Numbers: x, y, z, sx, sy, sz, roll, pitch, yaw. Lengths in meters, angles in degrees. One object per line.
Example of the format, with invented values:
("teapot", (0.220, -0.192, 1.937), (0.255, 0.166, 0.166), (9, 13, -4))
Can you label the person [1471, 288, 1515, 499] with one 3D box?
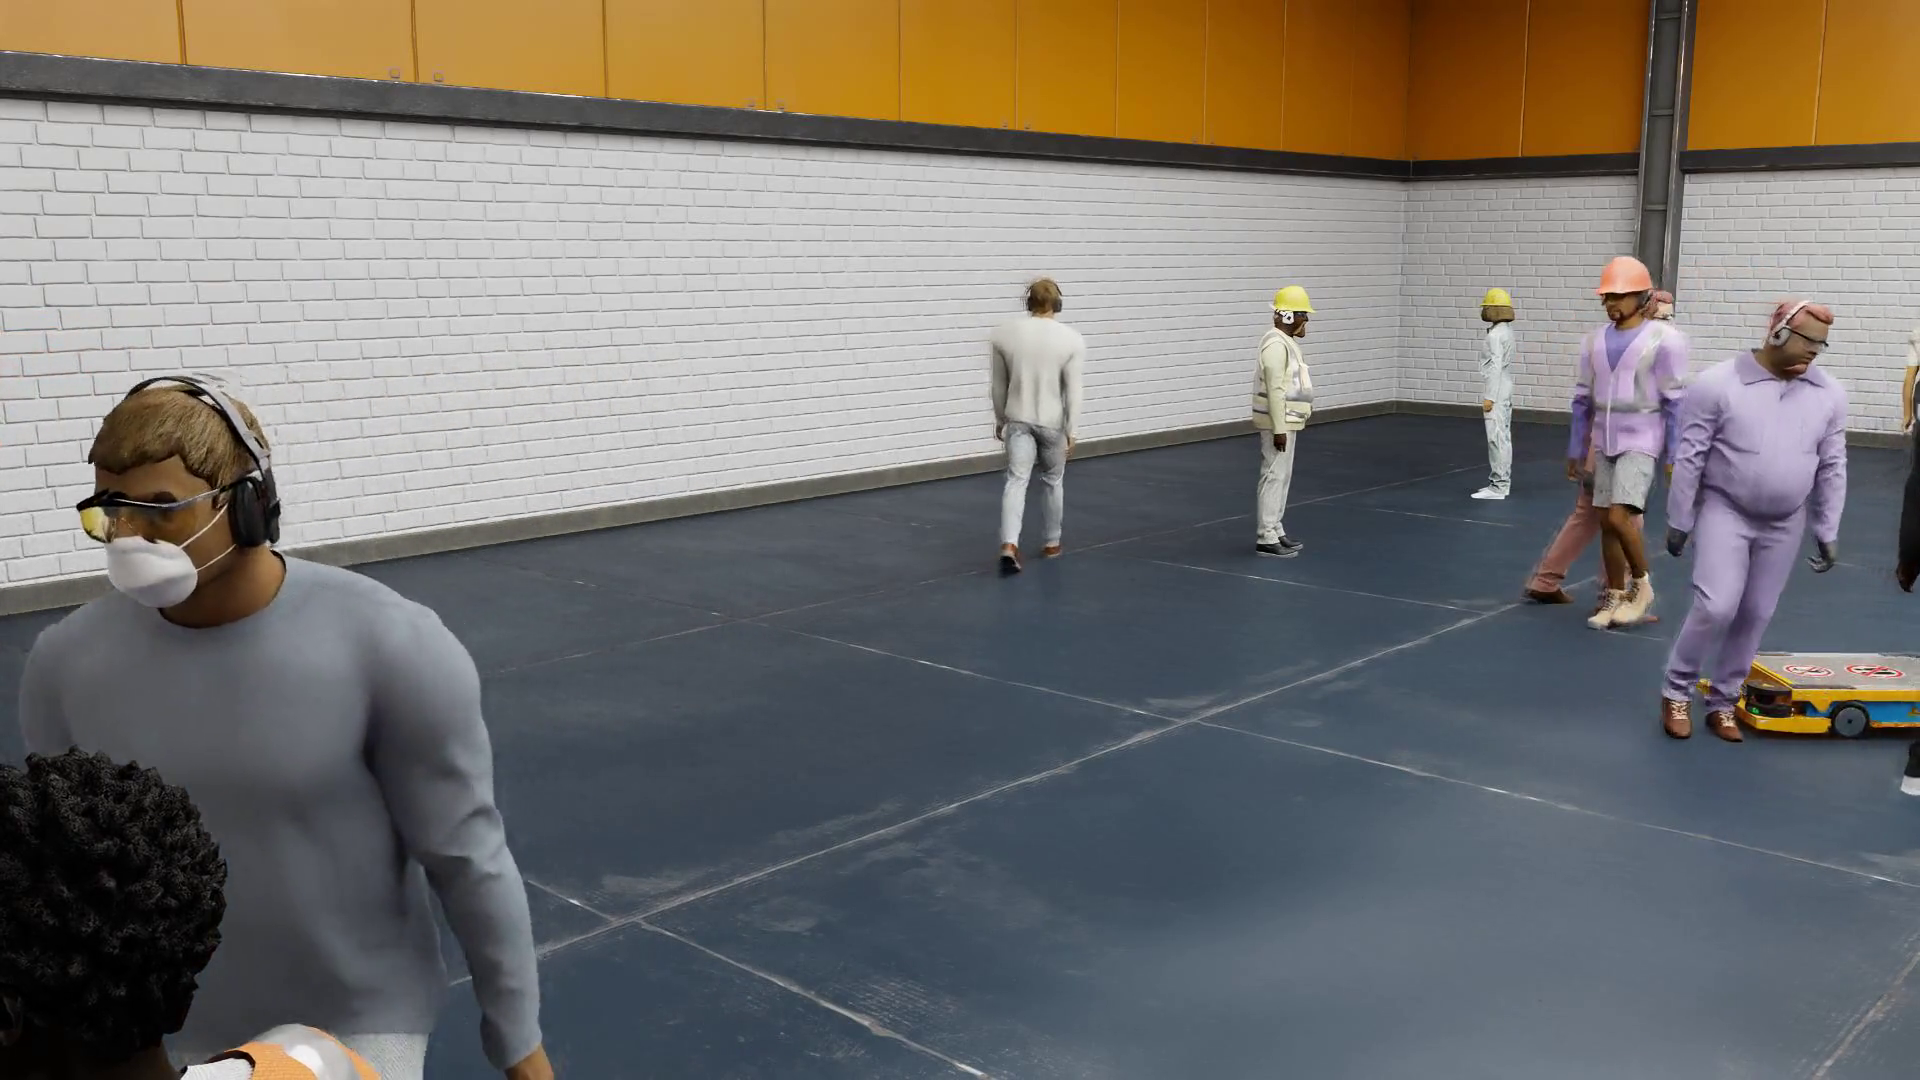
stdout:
("person", (4.438, -1.211, 13.822), (0.324, 1.743, 0.490), (6, 12, 30))

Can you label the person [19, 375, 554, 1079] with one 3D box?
("person", (-0.960, 0.729, 2.305), (0.698, 1.909, 0.700), (2, 10, 9))

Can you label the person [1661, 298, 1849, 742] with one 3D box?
("person", (3.331, -0.067, 6.955), (0.673, 1.873, 0.452), (0, 10, 1))

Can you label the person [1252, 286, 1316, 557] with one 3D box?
("person", (2.184, -0.799, 11.261), (0.403, 1.825, 0.596), (3, 11, 18))

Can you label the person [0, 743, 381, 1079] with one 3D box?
("person", (-0.657, 0.998, 1.399), (0.320, 1.694, 0.531), (3, 11, 19))

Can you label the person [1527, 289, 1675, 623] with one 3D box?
("person", (3.593, -0.478, 9.369), (0.719, 1.859, 0.660), (4, 11, 23))

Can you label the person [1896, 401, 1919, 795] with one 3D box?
("person", (4.008, 0.040, 6.326), (0.936, 1.872, 0.596), (-3, 10, -15))

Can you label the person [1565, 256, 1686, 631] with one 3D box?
("person", (3.551, -0.498, 8.948), (0.448, 2.025, 0.625), (-5, 11, -28))

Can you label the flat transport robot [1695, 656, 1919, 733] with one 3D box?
("flat transport robot", (4.093, 0.668, 7.315), (1.431, 0.197, 0.652), (0, 10, 2))

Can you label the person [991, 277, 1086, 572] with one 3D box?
("person", (0.488, -0.751, 10.796), (0.644, 1.904, 1.001), (2, 10, 13))

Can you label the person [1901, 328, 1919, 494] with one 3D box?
("person", (6.824, -0.863, 11.554), (0.324, 1.842, 0.514), (-9, 13, -41))
